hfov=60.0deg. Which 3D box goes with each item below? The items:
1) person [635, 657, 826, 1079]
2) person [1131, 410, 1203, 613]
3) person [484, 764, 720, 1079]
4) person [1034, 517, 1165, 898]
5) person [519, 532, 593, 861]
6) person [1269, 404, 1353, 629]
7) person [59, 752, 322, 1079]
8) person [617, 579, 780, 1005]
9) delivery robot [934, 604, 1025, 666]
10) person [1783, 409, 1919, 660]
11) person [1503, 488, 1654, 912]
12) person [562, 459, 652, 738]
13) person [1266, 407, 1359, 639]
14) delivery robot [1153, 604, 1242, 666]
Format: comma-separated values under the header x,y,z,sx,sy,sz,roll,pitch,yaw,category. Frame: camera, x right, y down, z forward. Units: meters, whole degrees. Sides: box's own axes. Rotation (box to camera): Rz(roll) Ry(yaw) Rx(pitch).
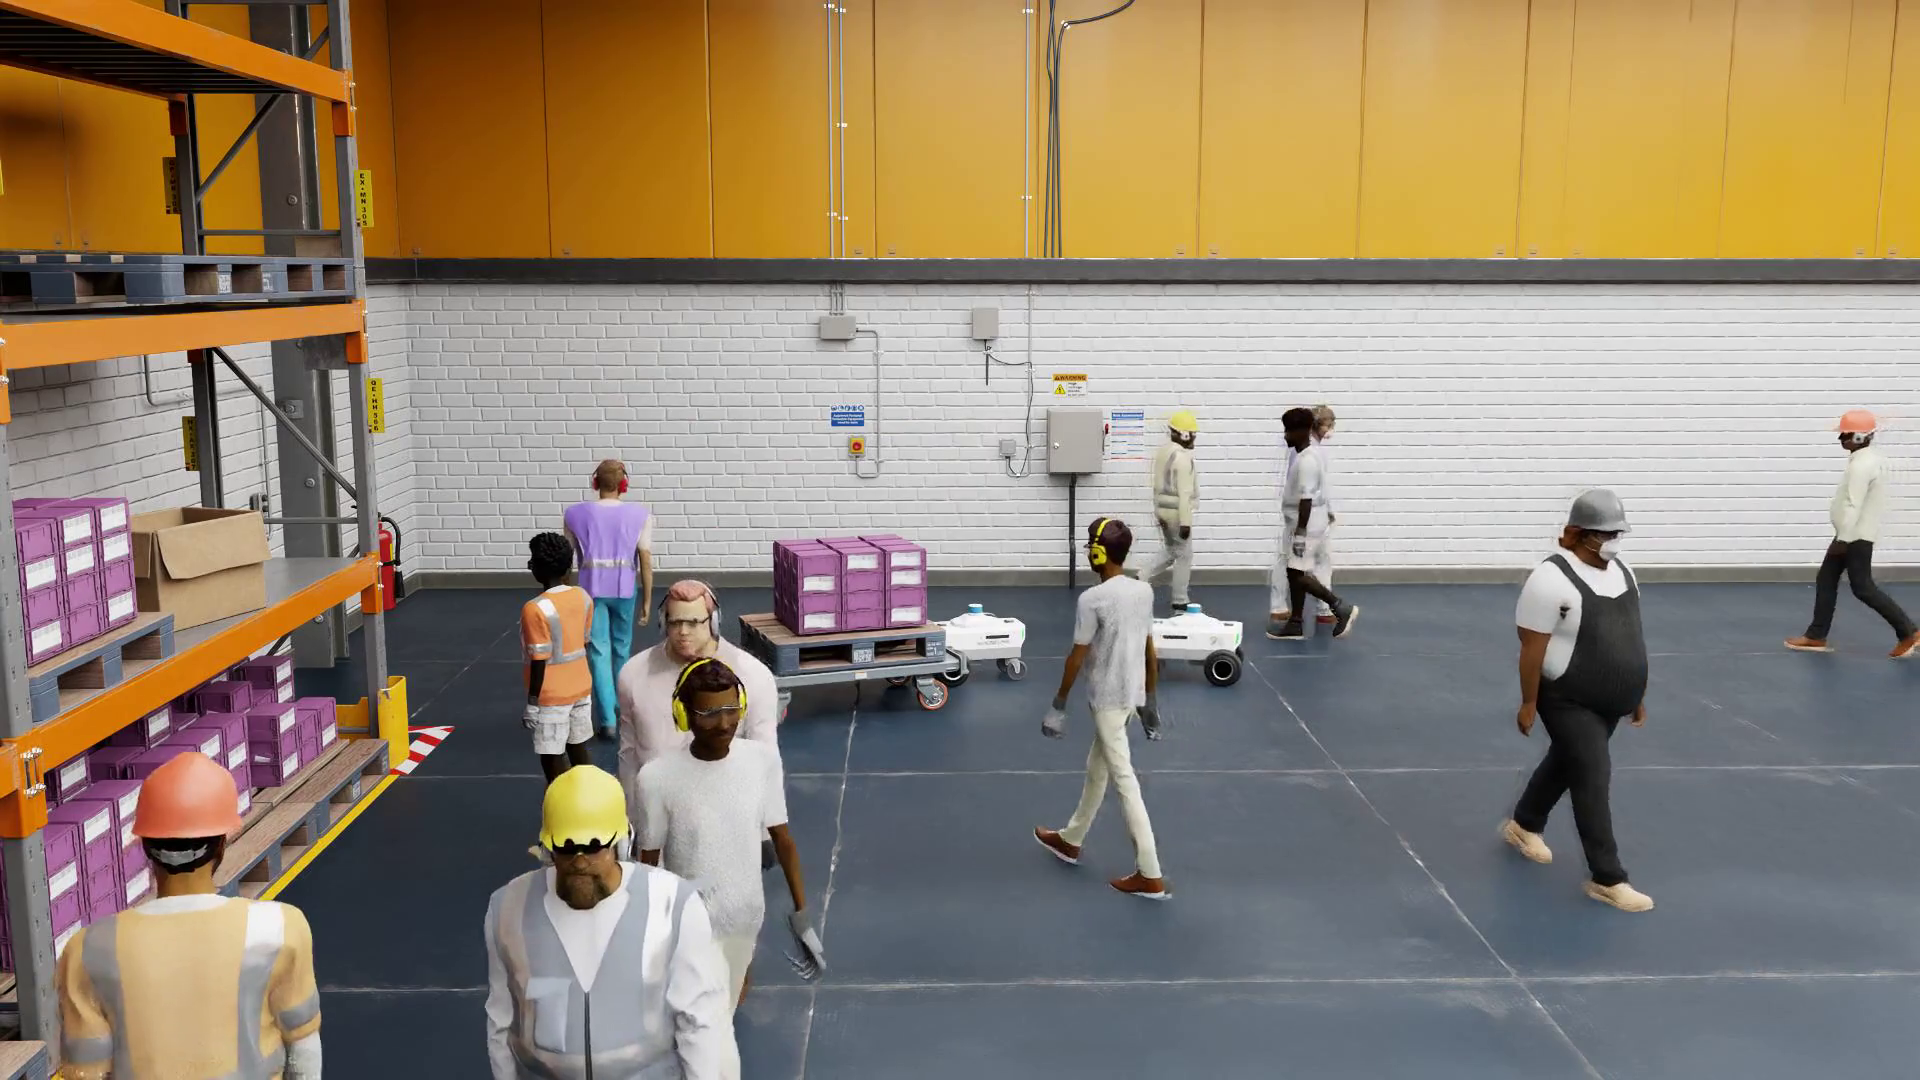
x,y,z,sx,sy,sz,roll,pitch,yaw,category
-0.741,1.266,5.344,0.537,1.820,0.973,-7,11,-35,person
1.831,-0.238,14.603,0.577,1.810,0.622,-2,9,-12,person
-0.907,1.458,4.208,0.607,1.807,0.710,-1,9,-5,person
0.654,0.799,8.167,0.935,1.824,0.535,8,12,40,person
-2.078,0.800,8.570,0.316,1.695,0.542,3,10,18,person
3.008,-0.194,14.030,0.815,1.898,0.658,1,9,5,person
-1.832,1.439,4.068,0.556,1.886,0.981,-3,10,-15,person
-1.007,1.055,6.499,0.657,1.869,0.959,1,9,4,person
0.116,0.716,12.290,0.707,0.478,0.477,-2,9,-15,delivery robot
7.047,-0.040,12.939,0.944,1.961,0.604,5,10,26,person
3.052,0.691,8.187,0.690,2.000,1.002,-6,11,-31,person
-2.321,0.367,10.967,0.590,1.797,0.996,-3,10,-16,person
2.854,-0.113,13.442,0.642,1.939,0.645,2,10,13,person
1.721,0.716,12.289,0.707,0.478,0.477,2,9,11,delivery robot
